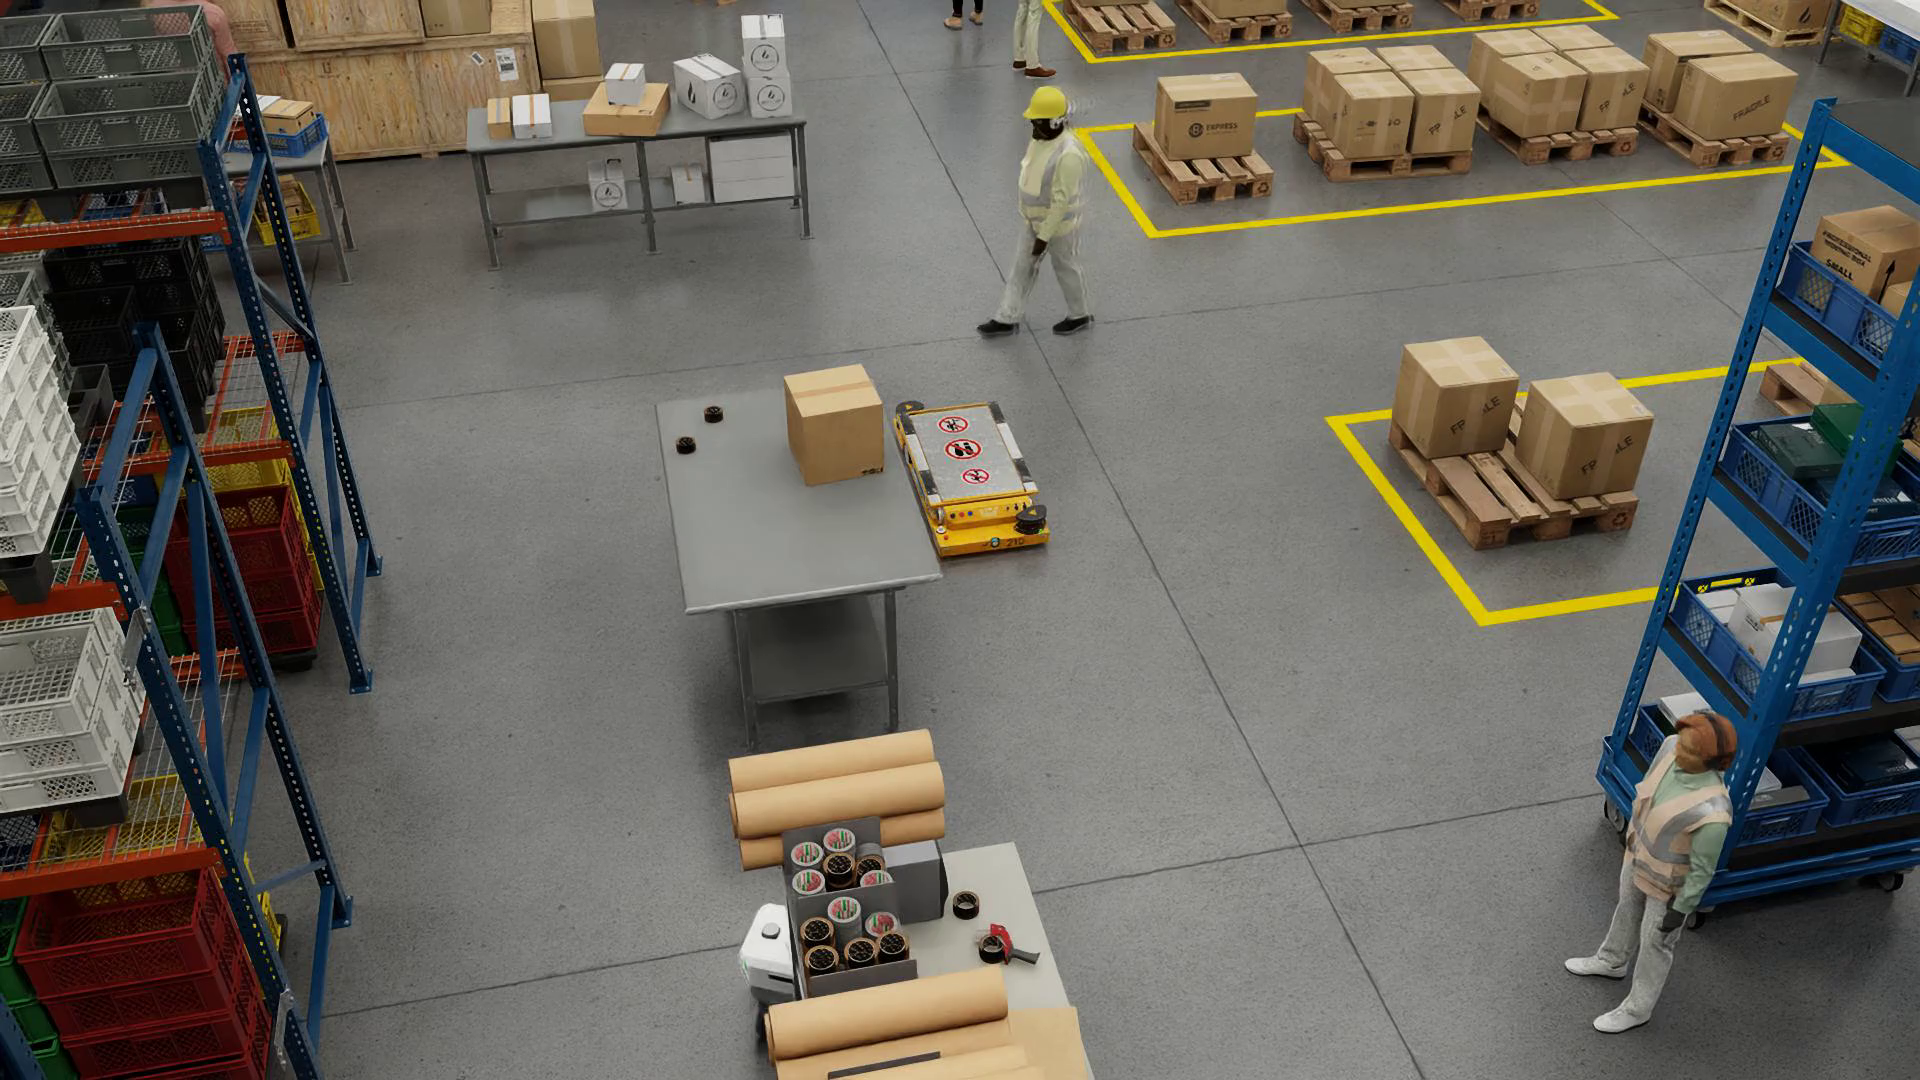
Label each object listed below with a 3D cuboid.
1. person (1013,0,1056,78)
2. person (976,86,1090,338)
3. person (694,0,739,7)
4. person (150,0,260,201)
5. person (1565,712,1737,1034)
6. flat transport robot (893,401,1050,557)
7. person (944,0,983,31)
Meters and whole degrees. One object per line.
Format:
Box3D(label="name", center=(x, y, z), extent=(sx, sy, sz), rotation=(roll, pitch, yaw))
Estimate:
Box3D(label="person", center=(0.672, -5.174, 15.161), extent=(0.335, 1.865, 0.519), rotation=(-15, 39, -19))
Box3D(label="person", center=(0.552, -2.163, 11.167), extent=(0.809, 1.795, 0.595), rotation=(-16, 39, -20))
Box3D(label="person", center=(-2.561, -6.331, 16.733), extent=(0.627, 1.844, 0.429), rotation=(17, 40, 22))
Box3D(label="person", center=(-5.869, -3.594, 13.015), extent=(0.636, 1.899, 0.399), rotation=(6, 37, 8))
Box3D(label="person", center=(2.786, 1.312, 6.628), extent=(0.306, 1.638, 0.522), rotation=(-2, 37, -3))
Box3D(label="flat transport robot", center=(0.046, -0.430, 10.108), extent=(0.652, 0.197, 1.431), rotation=(-8, 37, -10))
Box3D(label="person", center=(0.030, -5.843, 16.194), extent=(0.537, 1.698, 0.320), rotation=(-19, 41, -24))
